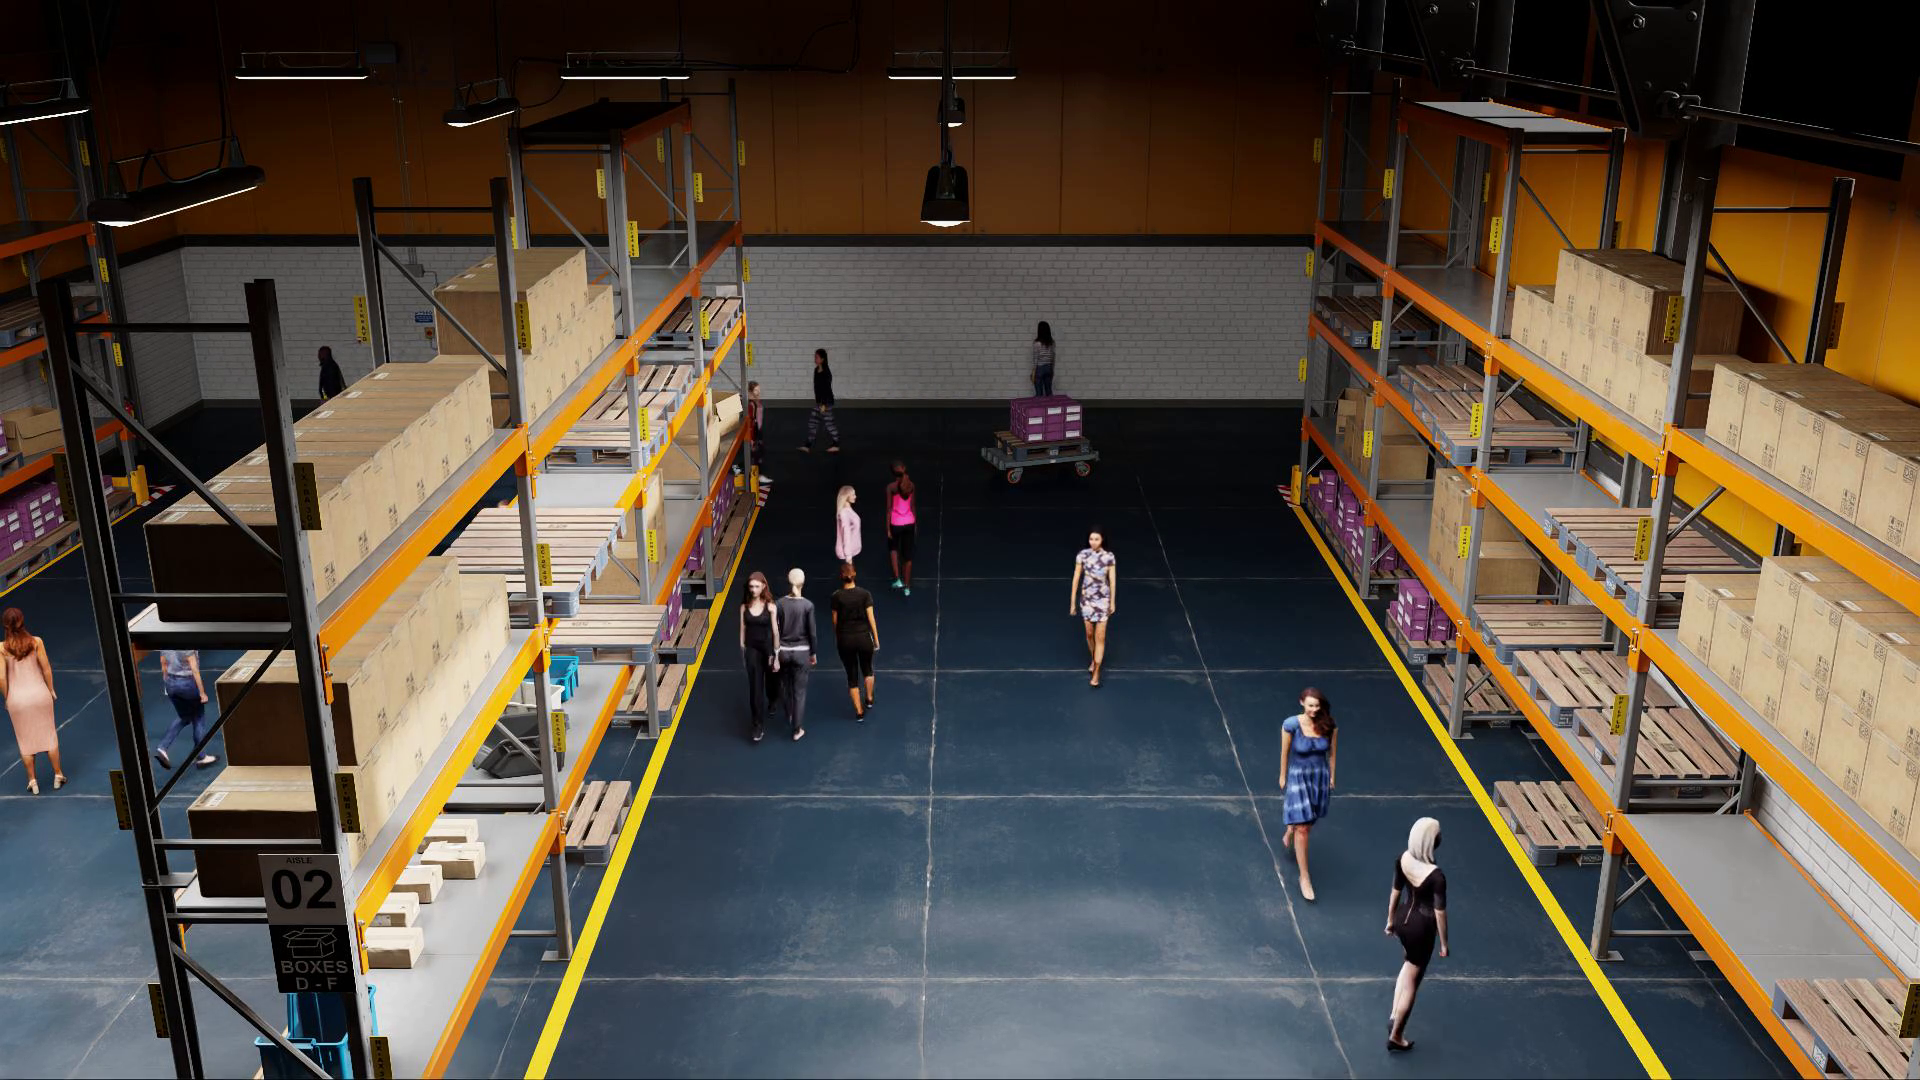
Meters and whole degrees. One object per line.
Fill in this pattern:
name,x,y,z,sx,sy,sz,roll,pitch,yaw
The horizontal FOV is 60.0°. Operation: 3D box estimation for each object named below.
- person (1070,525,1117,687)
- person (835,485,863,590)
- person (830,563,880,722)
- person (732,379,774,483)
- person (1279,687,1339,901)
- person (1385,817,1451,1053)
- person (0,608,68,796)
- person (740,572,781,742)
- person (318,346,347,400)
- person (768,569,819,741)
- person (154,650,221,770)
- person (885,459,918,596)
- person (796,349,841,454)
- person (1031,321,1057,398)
person,1.471,0.662,18.075,0.762,1.707,1.016,4,19,12
person,-1.339,0.161,19.595,0.650,1.687,0.460,0,19,0
person,-1.082,1.068,16.966,0.674,1.646,0.817,-1,19,-3
person,-3.161,-1.608,24.932,0.830,1.632,0.839,6,20,18
person,2.877,2.044,13.866,0.739,1.775,1.154,-3,19,-8
person,3.106,2.784,11.603,0.795,1.816,0.718,-11,22,-30
person,-8.645,1.481,15.447,0.655,1.832,0.664,-11,21,-29
person,-1.973,1.103,16.776,0.573,1.700,1.140,1,19,3
person,-9.855,-2.208,26.437,0.934,1.808,0.852,-7,20,-20
person,-1.694,1.160,16.628,0.719,1.688,0.940,2,19,6
person,-7.449,1.431,15.796,0.819,1.705,0.948,10,21,26
person,-0.699,-0.132,20.426,0.640,1.712,0.655,-4,19,-12
person,-2.099,-2.207,26.604,1.040,1.700,1.049,-13,22,-33
person,1.420,-2.835,28.322,0.671,1.795,0.662,-9,21,-25
